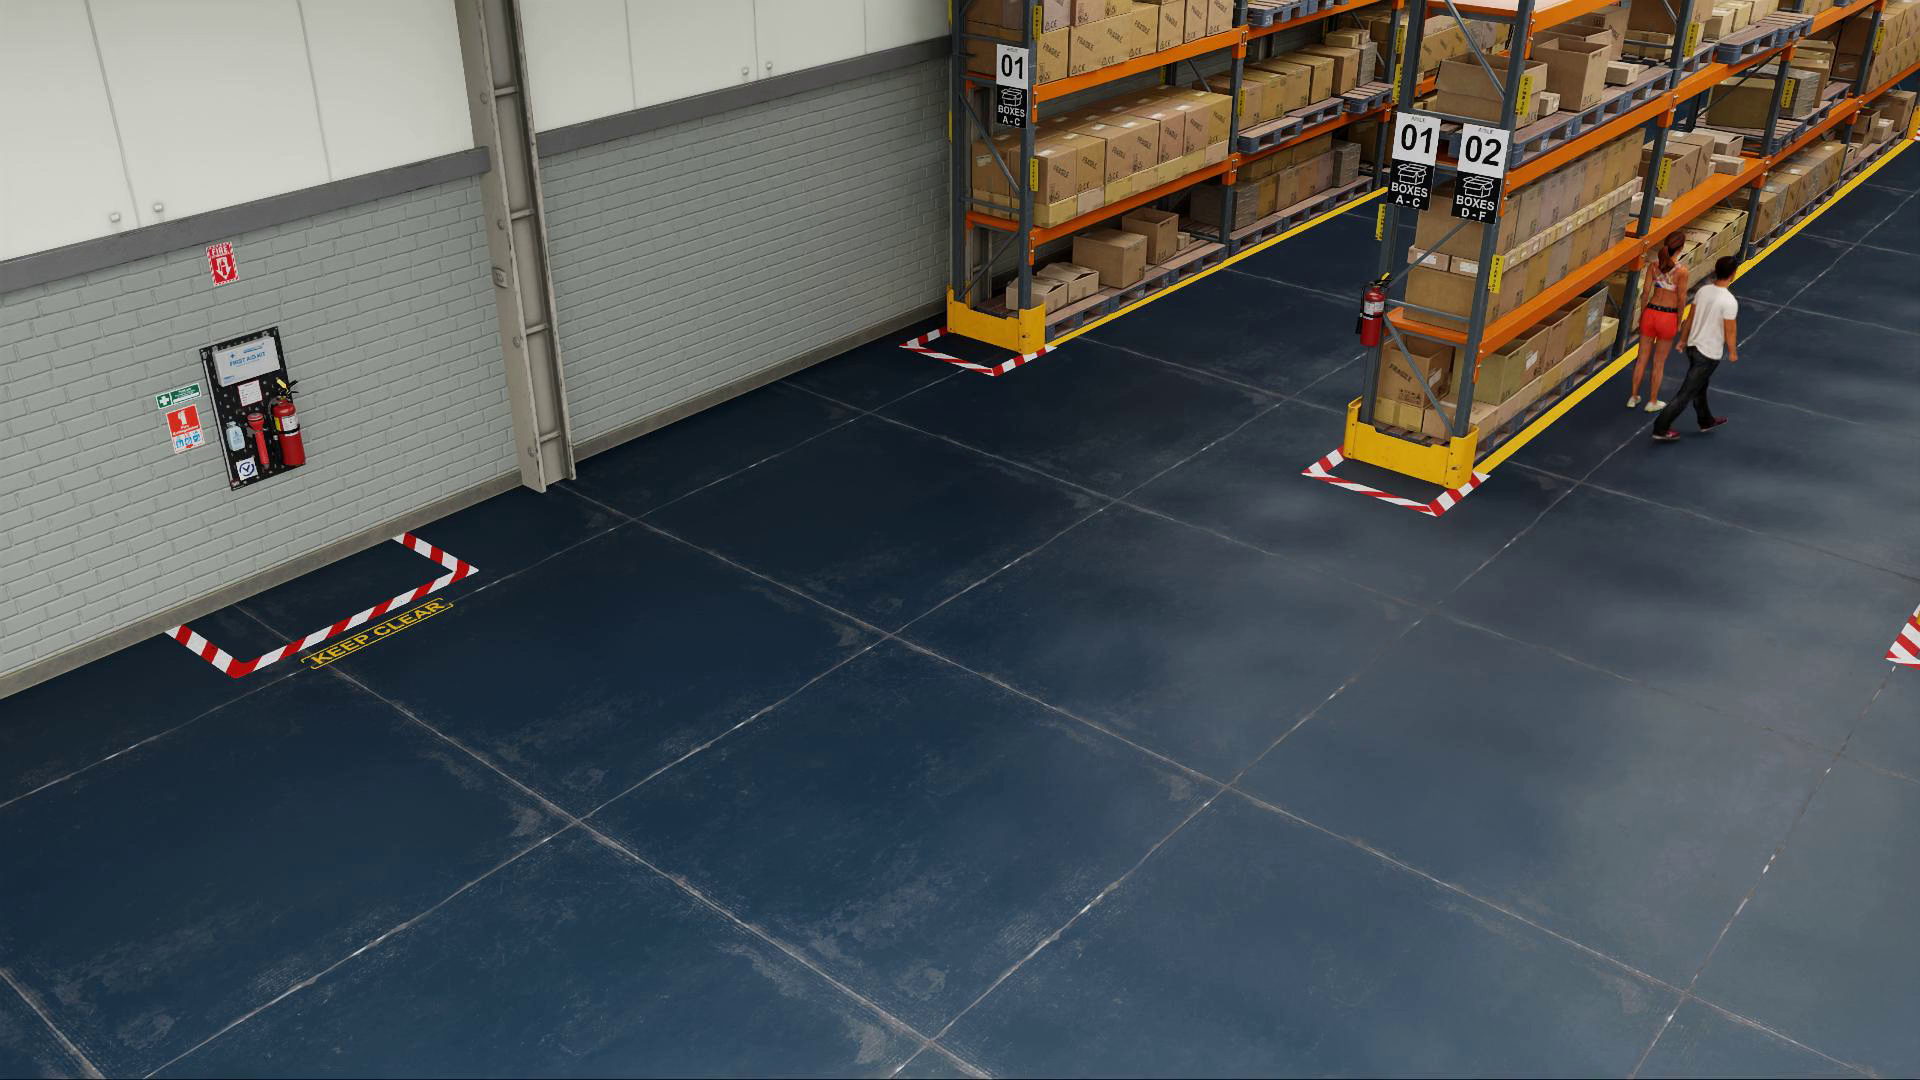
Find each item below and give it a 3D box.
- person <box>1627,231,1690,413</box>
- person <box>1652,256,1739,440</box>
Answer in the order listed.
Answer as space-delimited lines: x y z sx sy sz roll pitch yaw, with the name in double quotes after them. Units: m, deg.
6.789 -2.122 16.151 0.593 1.792 0.575 25 37 38 "person"
6.828 -1.730 15.449 1.151 1.760 1.032 -6 29 -11 "person"
